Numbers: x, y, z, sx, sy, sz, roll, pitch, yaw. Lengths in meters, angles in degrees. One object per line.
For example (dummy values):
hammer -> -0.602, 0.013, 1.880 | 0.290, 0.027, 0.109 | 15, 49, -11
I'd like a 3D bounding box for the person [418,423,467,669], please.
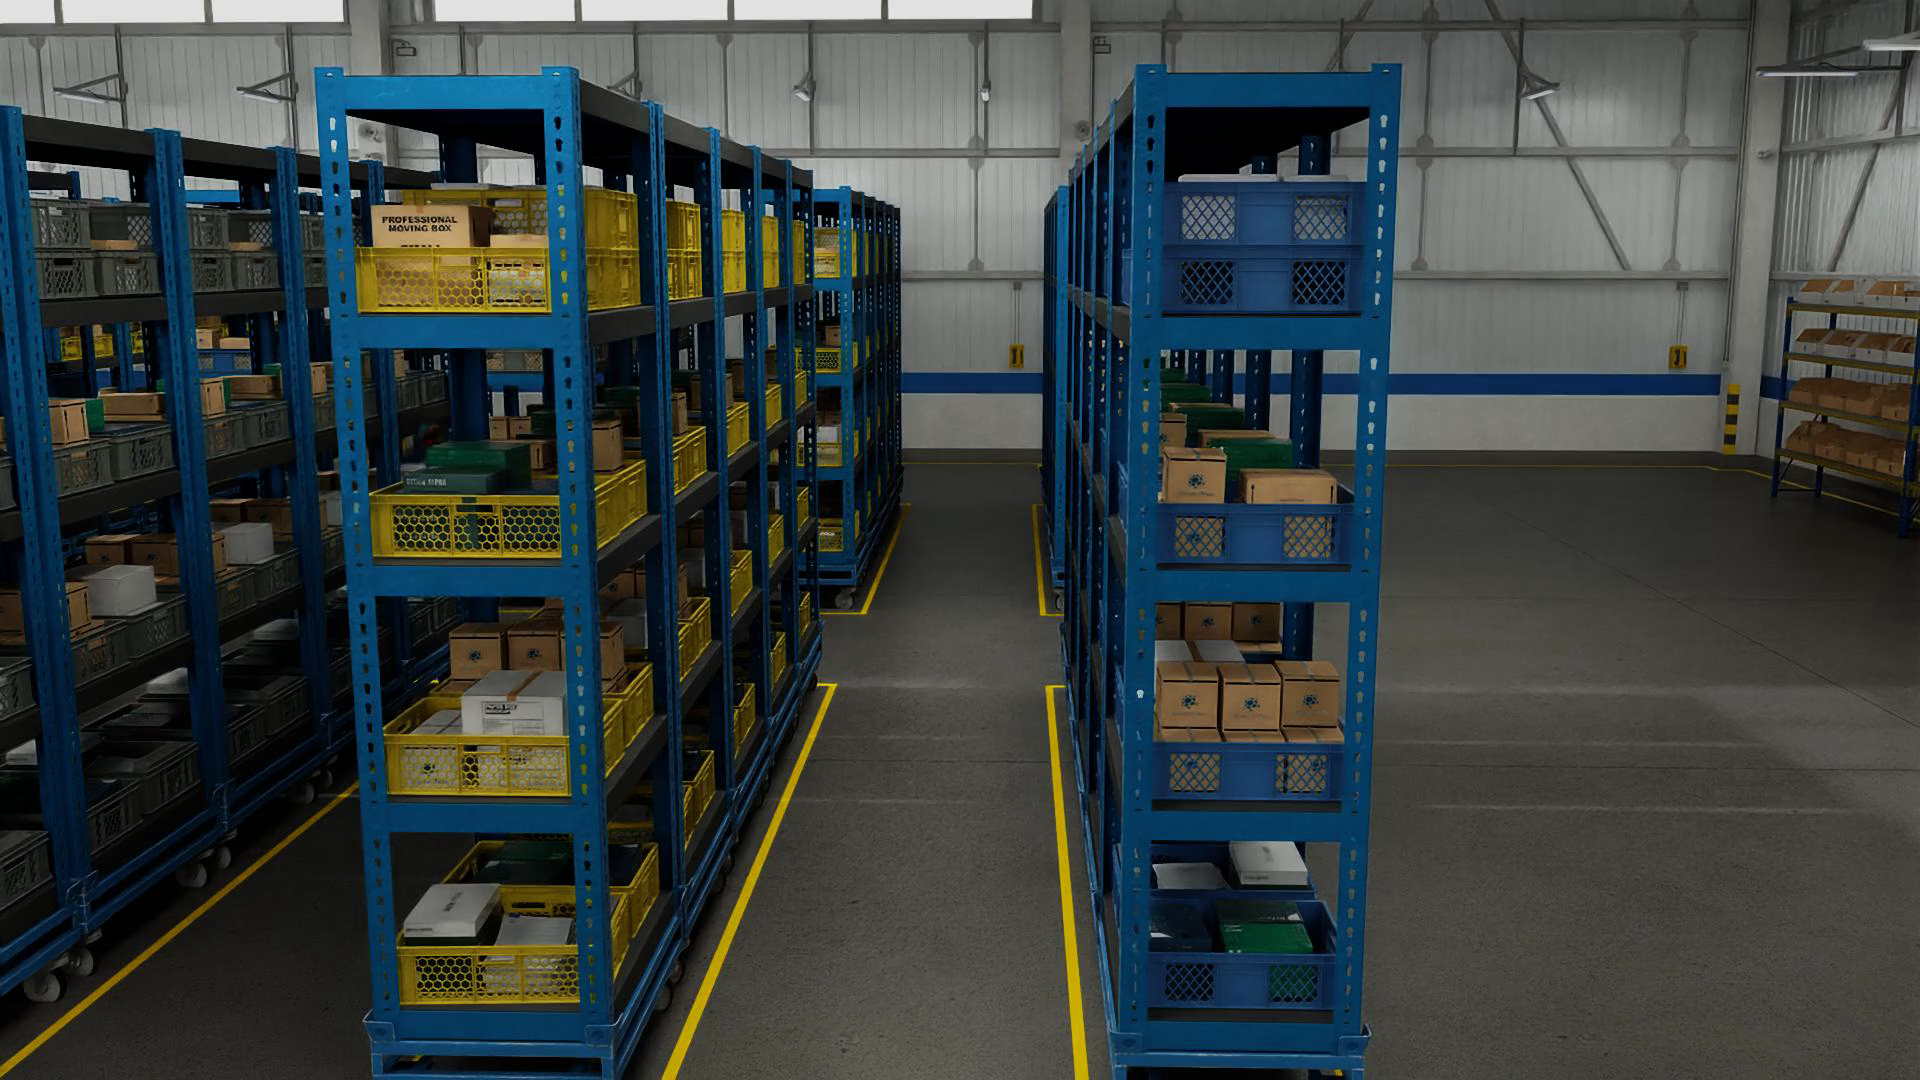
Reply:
person -> -3.760, 0.060, 12.136 | 0.532, 1.827, 0.586 | 1, 10, 7
